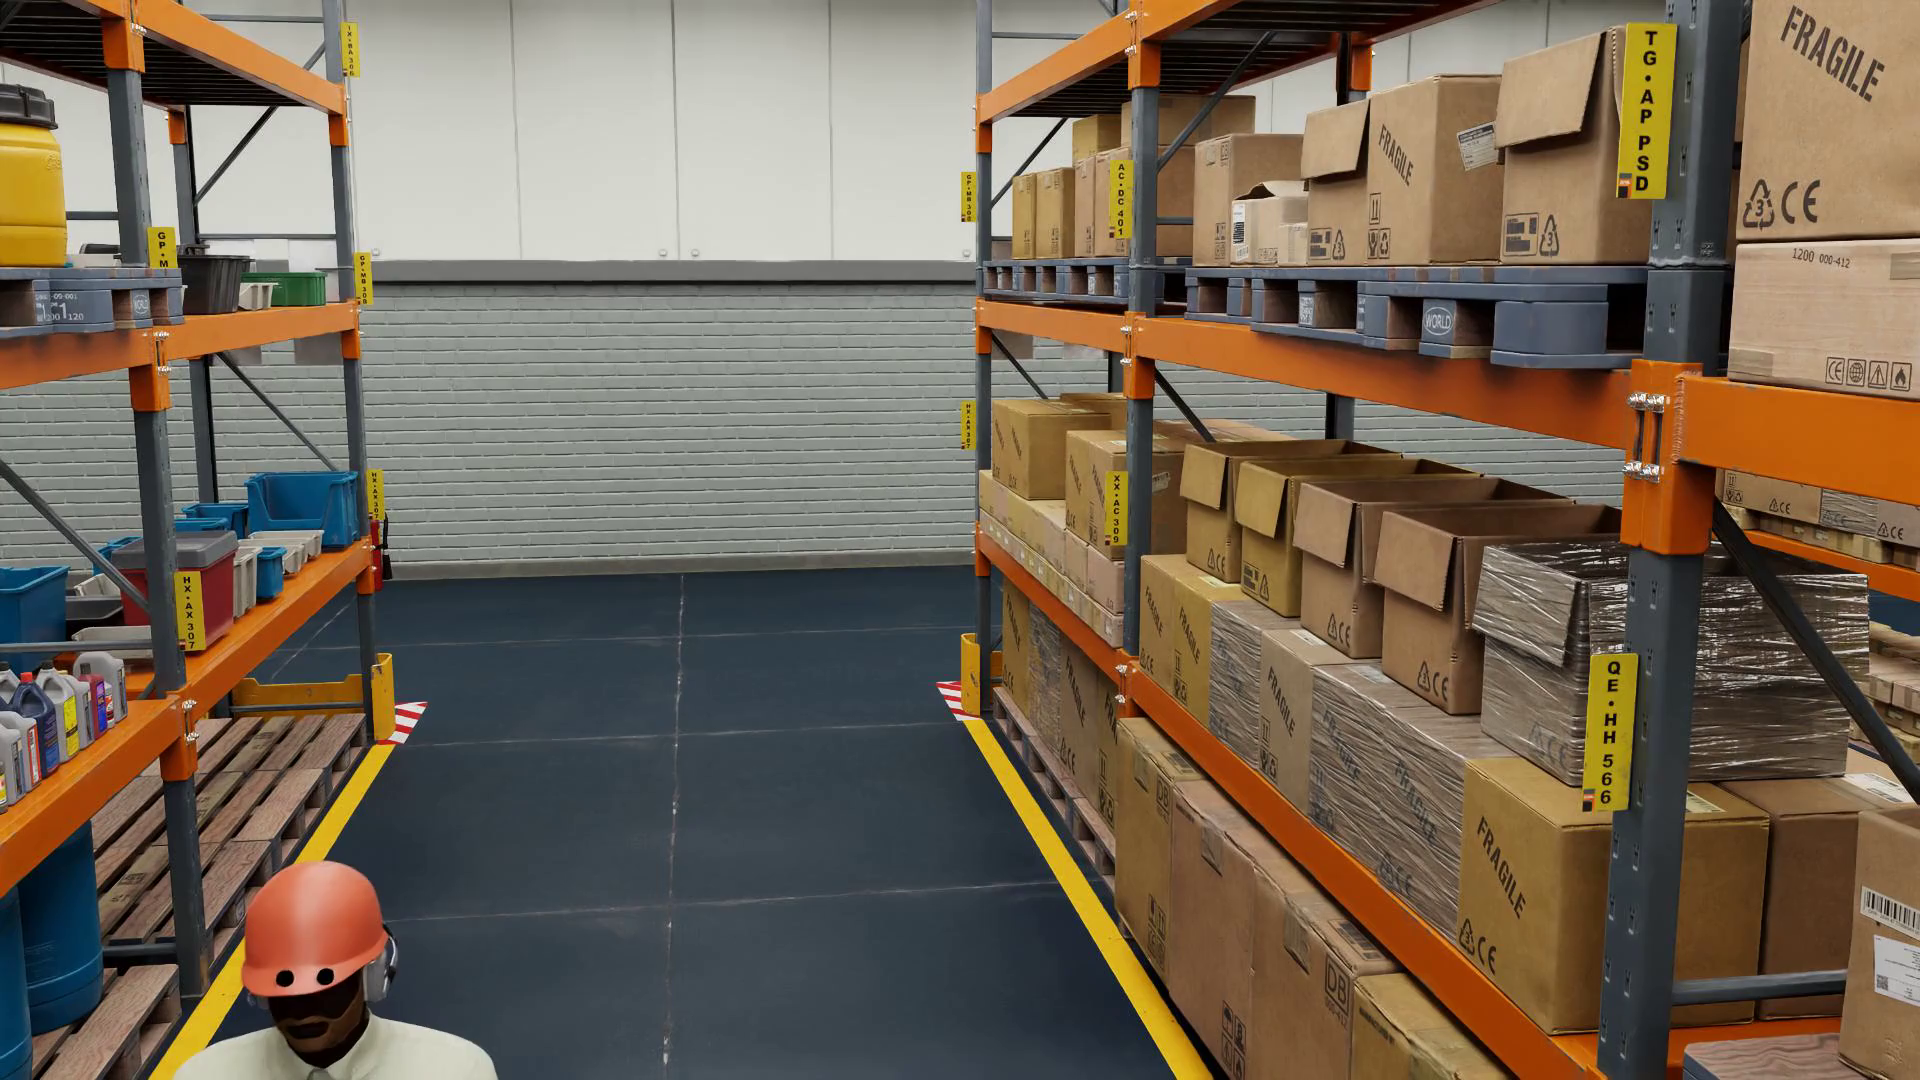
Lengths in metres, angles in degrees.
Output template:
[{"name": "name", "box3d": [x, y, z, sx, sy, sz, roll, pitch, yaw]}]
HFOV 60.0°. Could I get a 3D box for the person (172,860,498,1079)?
[{"name": "person", "box3d": [-1.145, 1.547, 3.090, 0.610, 1.996, 0.386, -2, 9, -10]}]
